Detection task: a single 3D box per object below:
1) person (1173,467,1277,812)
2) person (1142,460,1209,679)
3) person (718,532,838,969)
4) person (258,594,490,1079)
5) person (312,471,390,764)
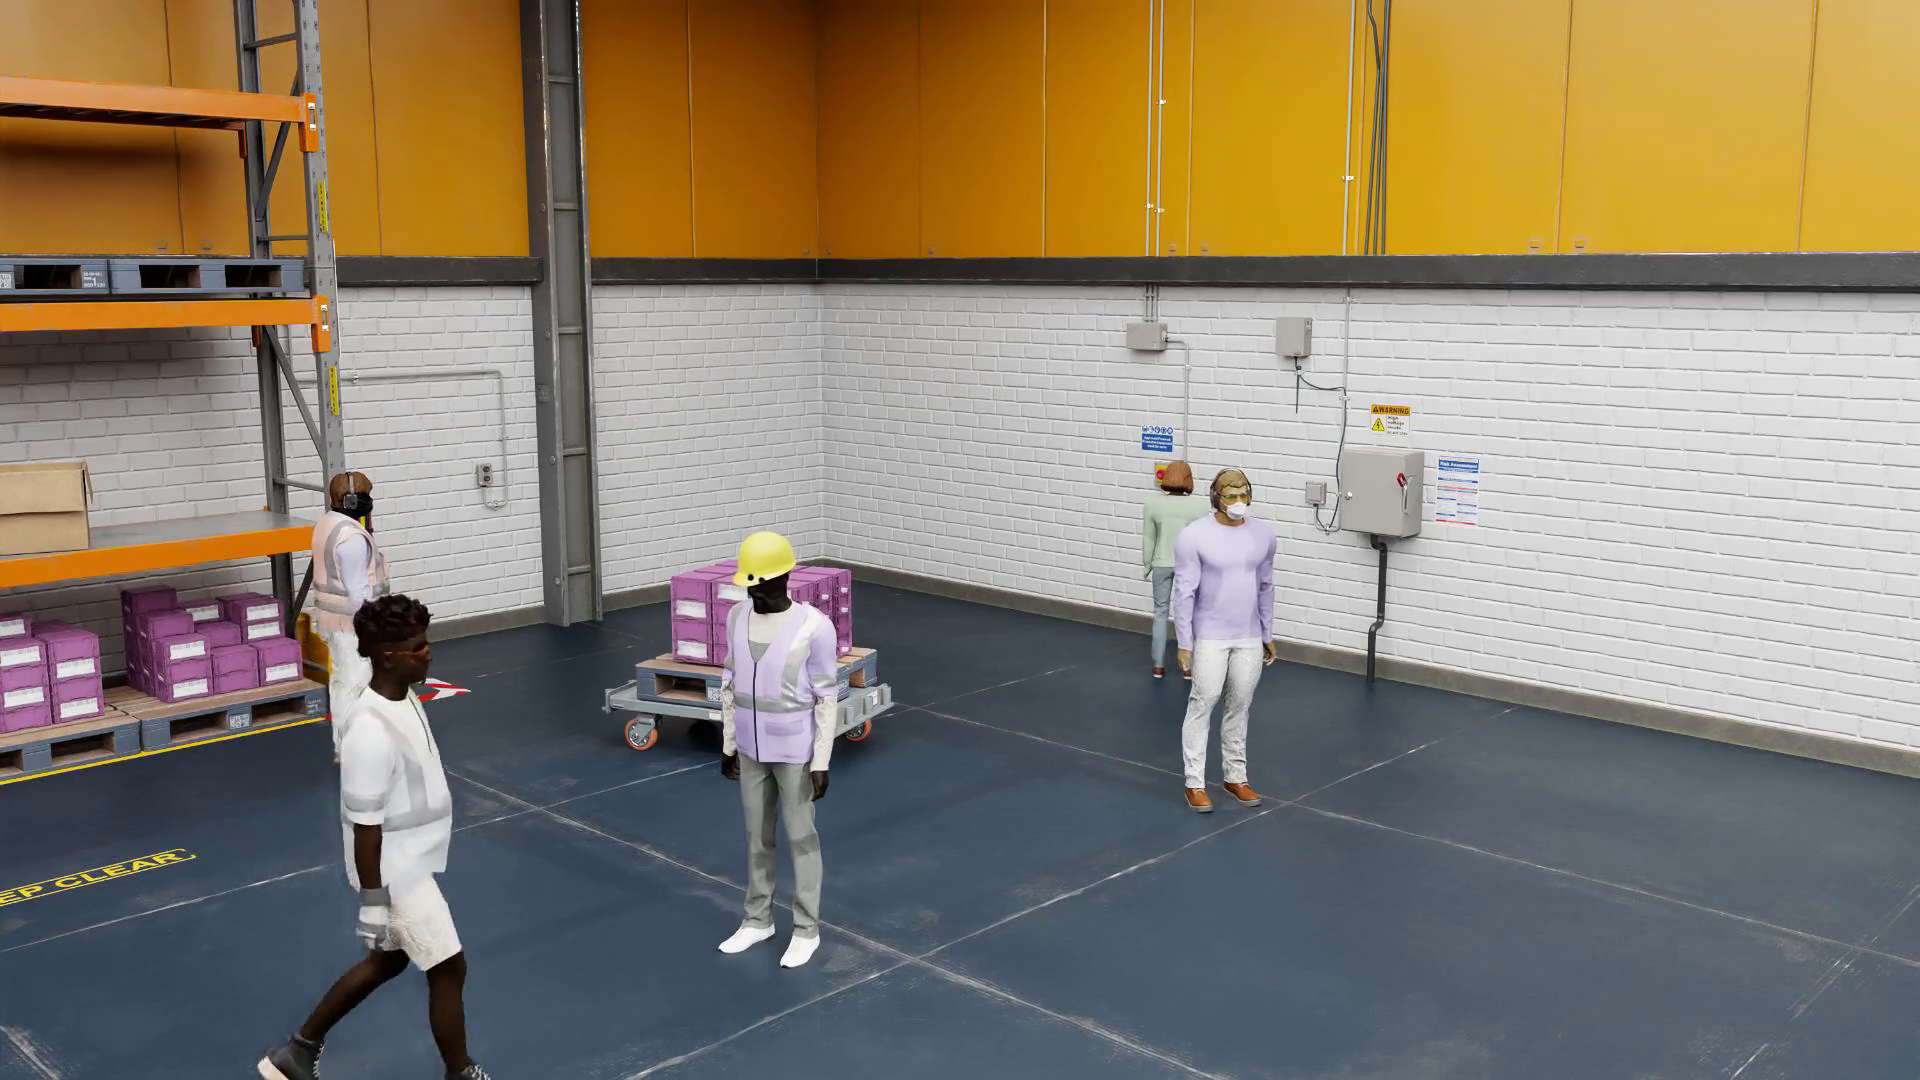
[{"bbox_3d":[1.492,0.553,9.343,0.636,1.938,0.355,-3,10,-20],"label":"person"},{"bbox_3d":[1.601,0.219,12.331,0.507,1.630,0.268,3,10,18],"label":"person"},{"bbox_3d":[-0.810,0.905,7.257,0.585,1.917,0.382,5,11,30],"label":"person"},{"bbox_3d":[-2.039,1.128,5.846,0.916,1.933,0.616,-2,9,-11],"label":"person"},{"bbox_3d":[-3.651,0.497,10.028,0.430,1.836,0.626,-6,11,-35],"label":"person"}]
